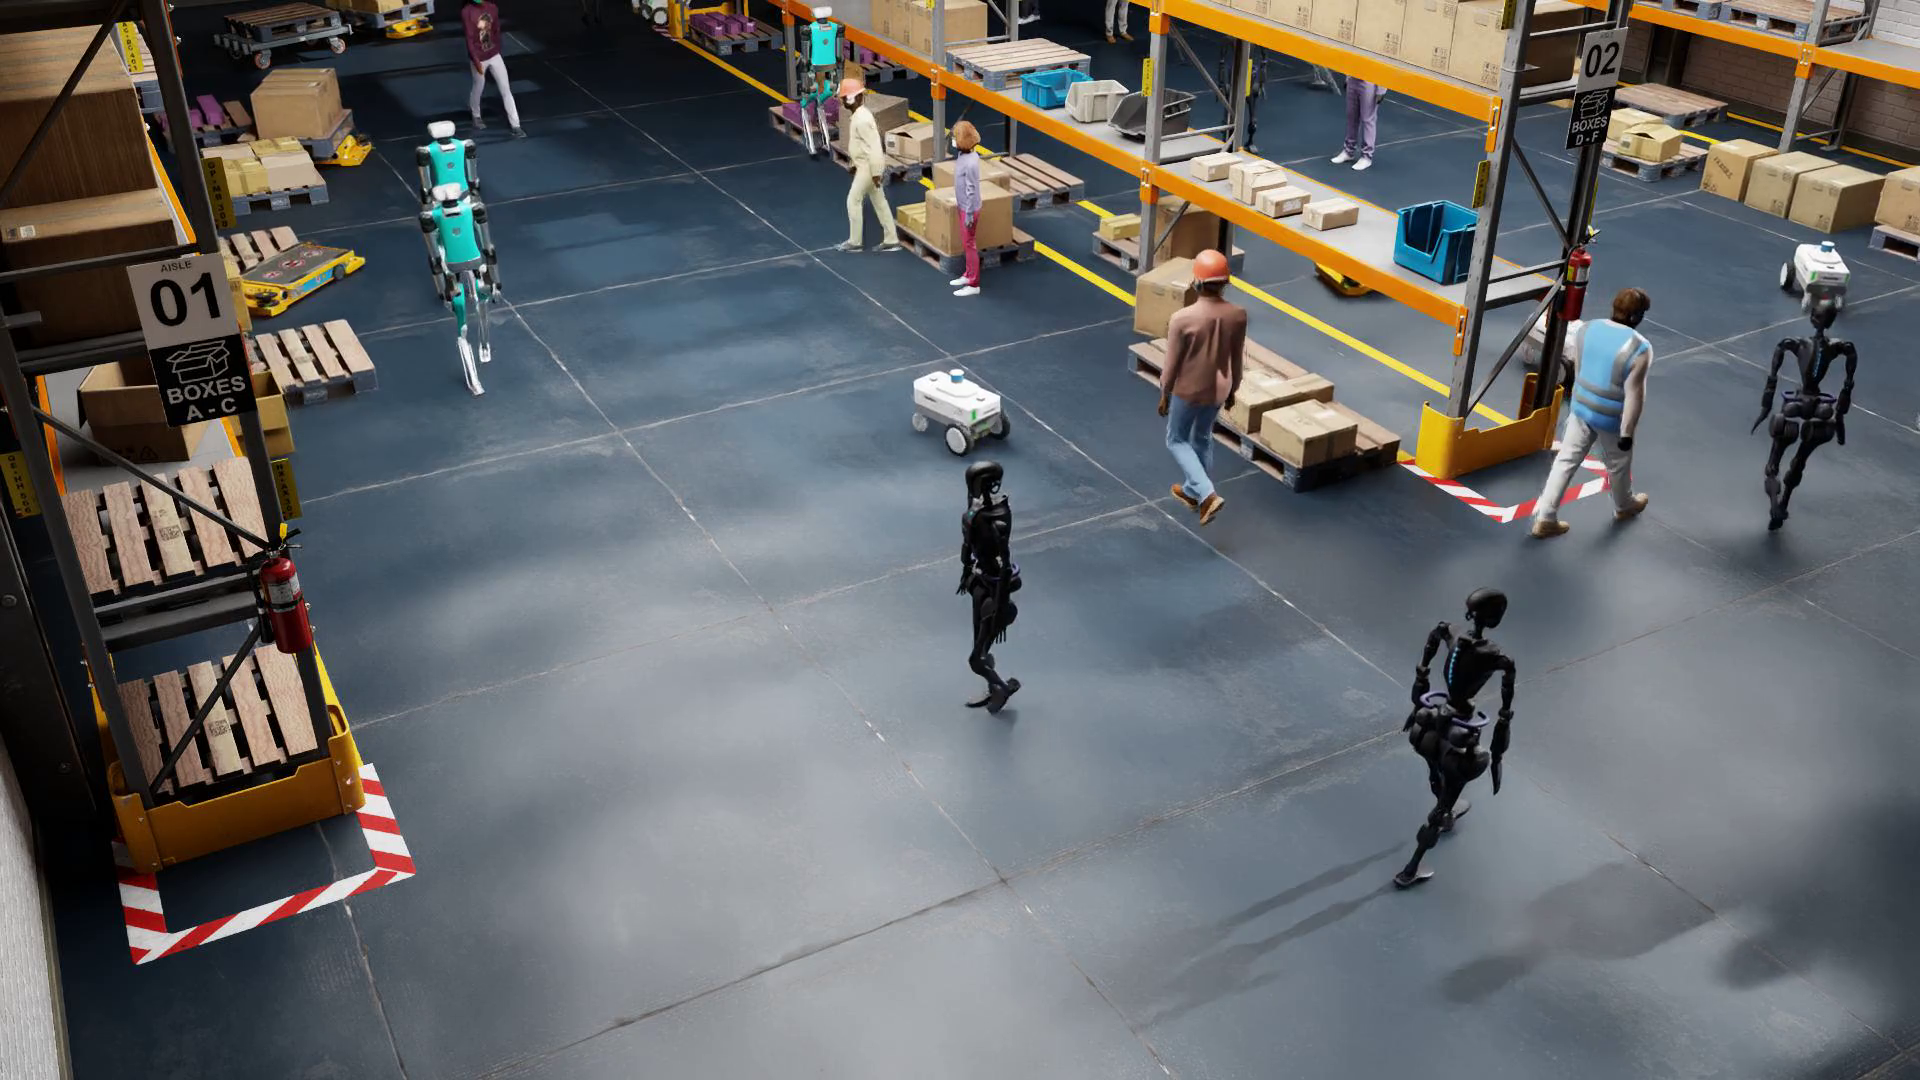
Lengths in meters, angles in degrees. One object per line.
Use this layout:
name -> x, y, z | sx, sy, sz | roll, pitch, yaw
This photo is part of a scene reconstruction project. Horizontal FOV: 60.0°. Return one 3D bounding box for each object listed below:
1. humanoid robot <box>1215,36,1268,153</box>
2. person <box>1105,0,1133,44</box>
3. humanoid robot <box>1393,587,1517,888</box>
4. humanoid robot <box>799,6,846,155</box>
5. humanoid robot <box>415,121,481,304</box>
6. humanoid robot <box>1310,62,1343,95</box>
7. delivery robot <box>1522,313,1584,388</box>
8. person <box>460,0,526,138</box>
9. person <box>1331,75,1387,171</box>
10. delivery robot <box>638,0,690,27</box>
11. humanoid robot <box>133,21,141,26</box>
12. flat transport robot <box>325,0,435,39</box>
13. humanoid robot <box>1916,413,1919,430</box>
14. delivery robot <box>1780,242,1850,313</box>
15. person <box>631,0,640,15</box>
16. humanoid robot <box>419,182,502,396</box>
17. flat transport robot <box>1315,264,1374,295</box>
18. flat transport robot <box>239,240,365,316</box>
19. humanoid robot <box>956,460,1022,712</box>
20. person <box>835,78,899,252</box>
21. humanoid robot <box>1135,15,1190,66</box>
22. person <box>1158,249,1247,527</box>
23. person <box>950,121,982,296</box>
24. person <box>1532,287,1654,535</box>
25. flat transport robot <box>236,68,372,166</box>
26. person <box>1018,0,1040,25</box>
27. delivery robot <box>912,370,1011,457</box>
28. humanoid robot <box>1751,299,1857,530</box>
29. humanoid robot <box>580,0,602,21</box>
humanoid robot -> 3.245, -5.267, 19.162 | 0.587, 1.638, 0.400 | 2, 30, 4
person -> 2.319, -8.158, 23.978 | 0.581, 1.897, 0.344 | -18, 34, -28
humanoid robot -> 2.513, 0.951, 8.376 | 0.759, 1.619, 0.616 | -21, 36, -32
humanoid robot -> -1.635, -5.283, 18.998 | 0.533, 1.677, 0.735 | -13, 32, -21
humanoid robot -> -4.647, -2.981, 15.135 | 0.532, 1.775, 0.782 | -16, 34, -26
humanoid robot -> 4.768, -6.660, 21.550 | 0.837, 1.803, 0.543 | 7, 31, 12
delivery robot -> 5.104, -1.623, 13.967 | 0.499, 0.614, 0.815 | -10, 31, -17
person -> -5.691, -5.809, 19.904 | 0.485, 1.889, 0.985 | -21, 36, -32
person -> 4.559, -5.138, 18.725 | 0.412, 1.896, 0.643 | -15, 33, -25
delivery robot -> -4.488, -8.145, 25.297 | 0.768, 0.591, 0.499 | -20, 35, -31
humanoid robot -> -11.299, -7.035, 22.252 | 0.486, 1.646, 0.600 | 20, 36, 31
flat transport robot -> -8.643, -7.695, 24.805 | 1.431, 0.231, 0.659 | 14, 33, 23
humanoid robot -> 7.895, -1.642, 12.786 | 0.602, 1.769, 0.867 | -11, 32, -19
delivery robot -> 7.977, -2.474, 15.447 | 0.499, 0.612, 0.789 | 6, 30, 11
person -> -4.935, -9.077, 25.630 | 0.429, 1.846, 0.624 | 19, 35, 30
humanoid robot -> -4.092, -2.146, 13.768 | 0.564, 1.791, 1.085 | -9, 31, -16
flat transport robot -> 4.207, -2.601, 15.938 | 1.431, 0.231, 0.659 | -8, 31, -13
flat transport robot -> -6.341, -2.481, 15.728 | 0.659, 0.231, 1.431 | 9, 31, 15
humanoid robot -> 0.166, 0.270, 9.522 | 0.358, 1.640, 0.610 | -12, 32, -20
person -> -0.948, -3.663, 16.348 | 0.742, 1.690, 0.579 | 1, 30, 2
humanoid robot -> 2.825, -7.356, 22.863 | 0.793, 1.628, 0.613 | 9, 31, 16
person -> 1.694, -1.021, 11.469 | 0.617, 1.976, 0.693 | -14, 33, -22
person -> 0.059, -3.067, 15.389 | 0.282, 1.628, 0.500 | -4, 30, -7
person -> 4.439, -0.880, 11.424 | 1.001, 1.779, 0.631 | -17, 34, -27
flat transport robot -> -7.612, -4.489, 19.225 | 1.431, 0.231, 0.659 | -3, 30, -5
person -> 0.959, -8.684, 24.963 | 0.702, 1.825, 0.533 | -13, 32, -22
delivery robot -> -0.021, -1.034, 12.909 | 0.774, 0.581, 0.499 | 26, 39, 38
humanoid robot -> 5.834, -0.827, 11.452 | 0.598, 1.618, 0.600 | 7, 31, 13
humanoid robot -> -5.632, -8.733, 25.193 | 0.608, 1.647, 0.379 | -12, 32, -20
